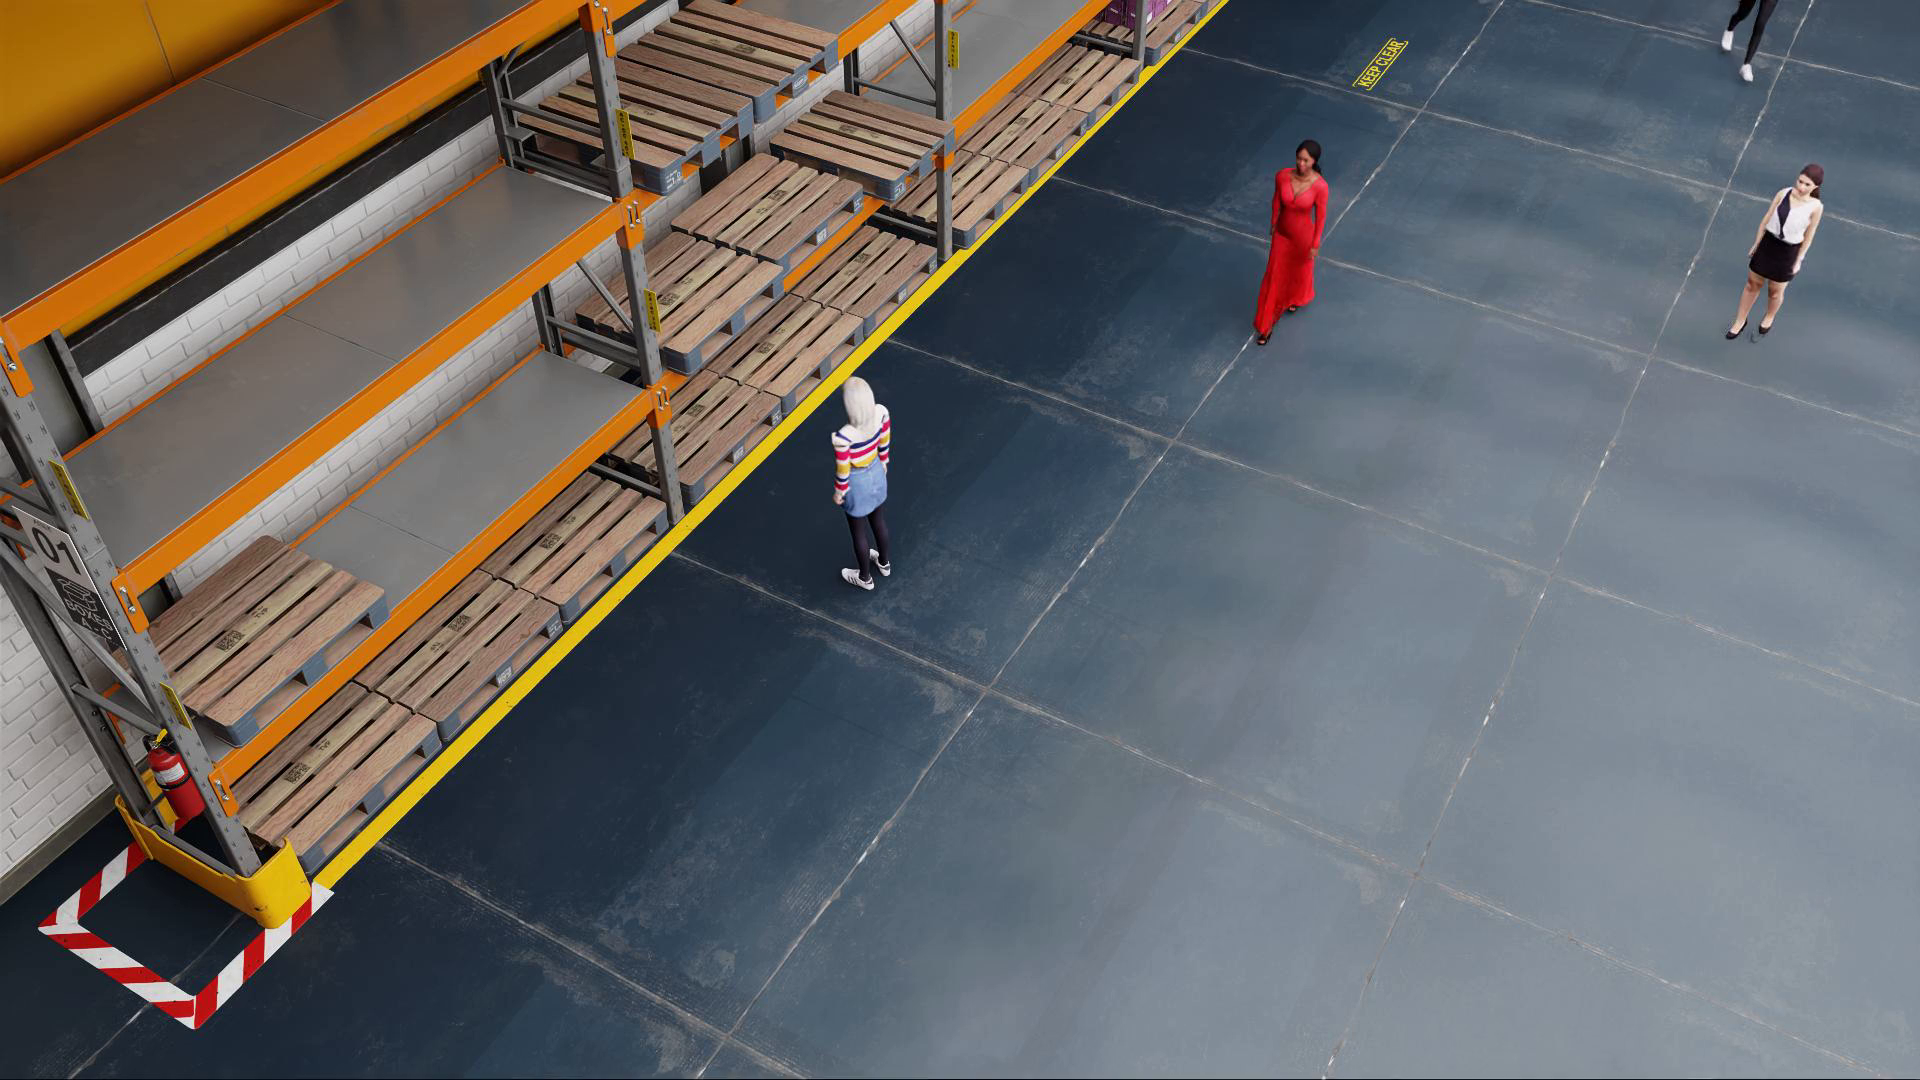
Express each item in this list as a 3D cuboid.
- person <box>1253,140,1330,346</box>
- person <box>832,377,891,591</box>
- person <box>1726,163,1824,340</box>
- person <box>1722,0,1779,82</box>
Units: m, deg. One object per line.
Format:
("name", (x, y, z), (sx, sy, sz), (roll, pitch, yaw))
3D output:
("person", (2.793, -2.505, 13.673), (0.655, 1.744, 1.135), (20, 47, 20))
("person", (-0.658, -0.394, 11.410), (0.761, 1.811, 0.548), (33, 53, 30))
("person", (6.698, -2.349, 13.579), (0.723, 1.647, 0.647), (-34, 53, -31))
("person", (8.182, -5.664, 17.016), (0.937, 1.707, 1.230), (4, 44, 4))
